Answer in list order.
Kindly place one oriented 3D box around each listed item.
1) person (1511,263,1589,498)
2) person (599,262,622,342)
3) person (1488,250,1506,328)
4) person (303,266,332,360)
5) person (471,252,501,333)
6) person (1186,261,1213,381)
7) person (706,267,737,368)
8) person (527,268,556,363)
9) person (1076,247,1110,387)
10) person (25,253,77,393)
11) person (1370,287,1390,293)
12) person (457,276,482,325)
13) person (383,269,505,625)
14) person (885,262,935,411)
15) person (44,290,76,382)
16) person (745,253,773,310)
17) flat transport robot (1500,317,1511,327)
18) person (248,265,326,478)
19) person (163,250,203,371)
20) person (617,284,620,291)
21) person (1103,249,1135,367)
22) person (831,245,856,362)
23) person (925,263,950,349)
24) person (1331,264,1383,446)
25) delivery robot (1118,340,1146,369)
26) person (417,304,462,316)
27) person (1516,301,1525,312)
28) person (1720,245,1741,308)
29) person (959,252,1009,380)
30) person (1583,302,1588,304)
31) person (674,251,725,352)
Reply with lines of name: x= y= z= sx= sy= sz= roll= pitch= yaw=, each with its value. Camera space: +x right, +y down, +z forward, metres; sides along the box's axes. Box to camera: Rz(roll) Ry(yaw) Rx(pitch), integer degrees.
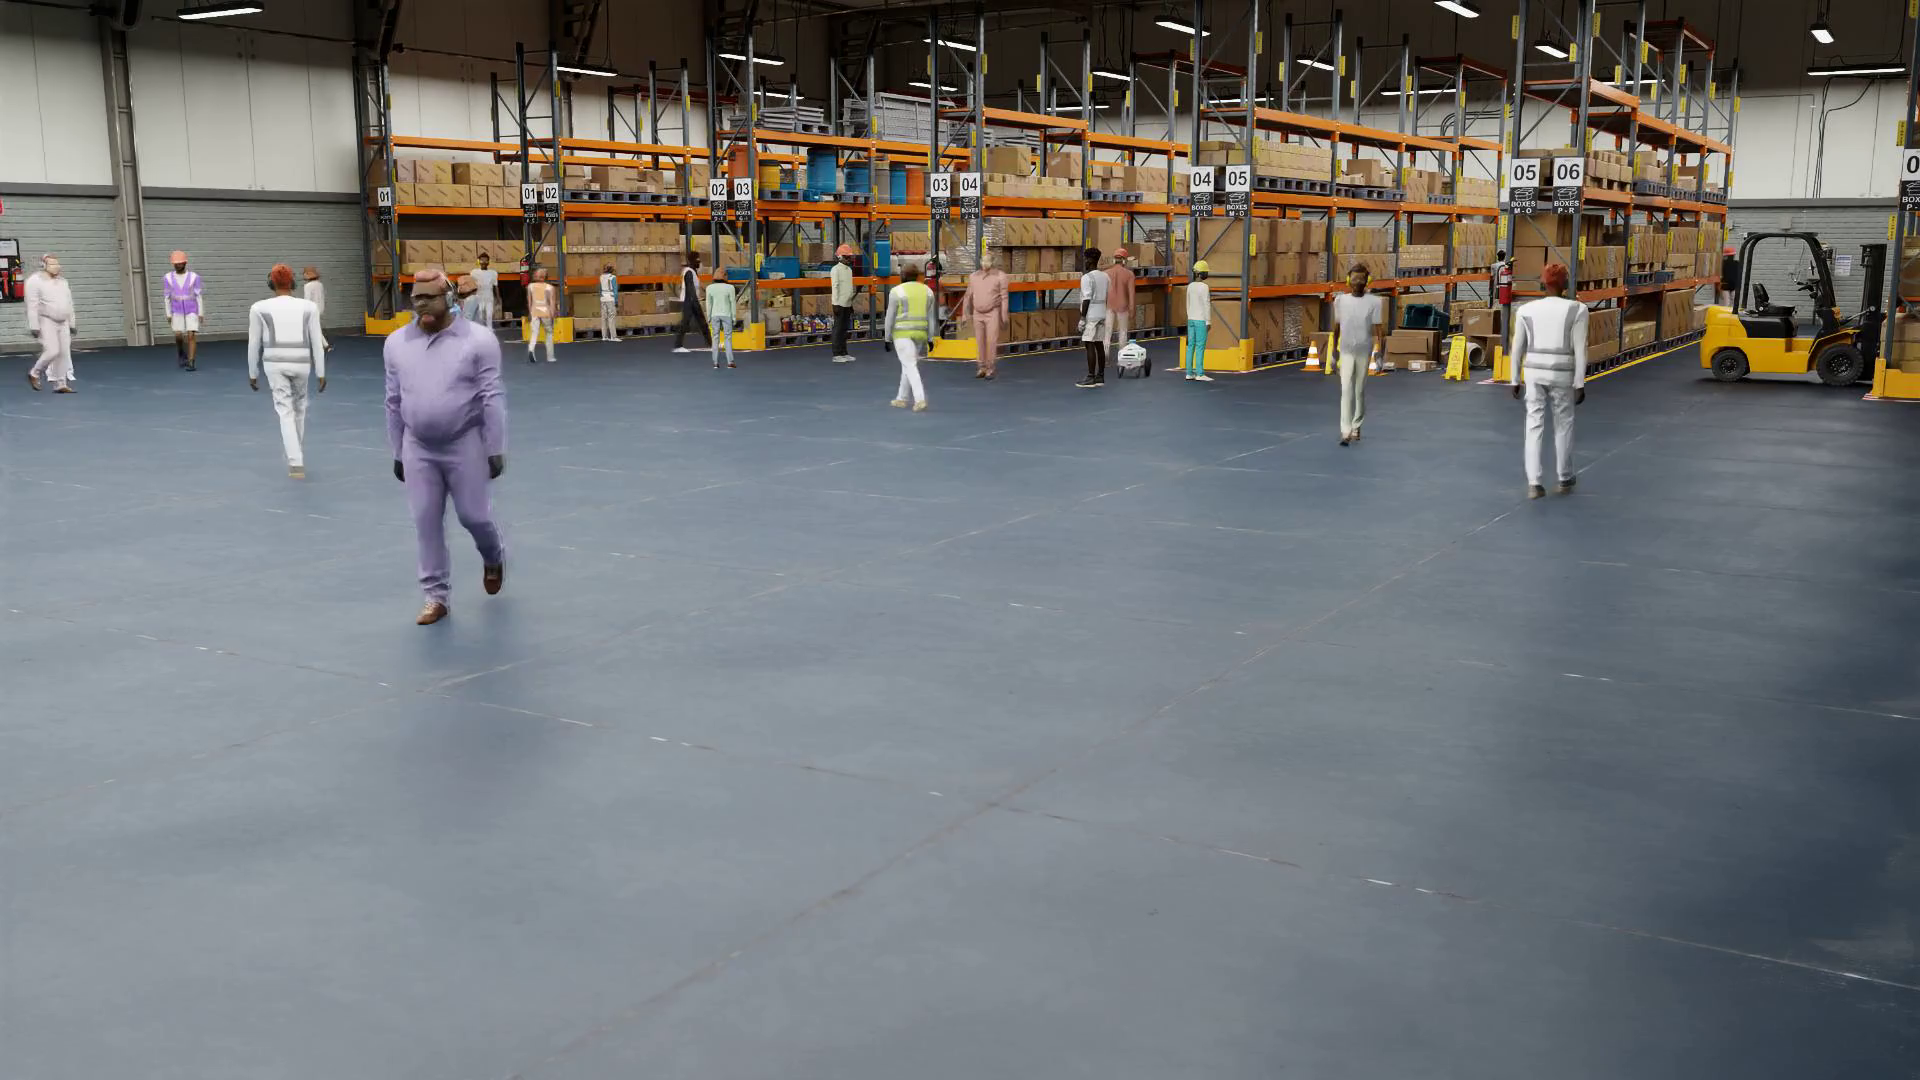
person: x=4.759 y=-1.287 z=13.394 sx=0.608 sy=1.858 sz=0.790 roll=6 pitch=12 yaw=31
person: x=-7.233 y=-4.898 z=34.258 sx=0.515 sy=1.636 sz=0.314 roll=8 pitch=13 yaw=37
person: x=12.825 y=-5.942 z=39.494 sx=0.509 sy=1.860 sz=0.334 roll=3 pitch=11 yaw=17
person: x=-11.225 y=-3.936 z=28.880 sx=0.360 sy=1.621 sz=0.517 roll=2 pitch=10 yaw=10
person: x=-8.815 y=-4.407 z=30.899 sx=0.551 sy=1.850 sz=0.508 roll=-3 pitch=10 yaw=-15
person: x=3.528 y=-3.222 z=24.507 sx=0.309 sy=1.769 sz=0.523 roll=-5 pitch=11 yaw=-27
person: x=-3.864 y=-3.596 z=26.968 sx=0.498 sy=1.634 sz=0.283 roll=2 pitch=10 yaw=9
person: x=-7.101 y=-3.795 z=28.135 sx=0.511 sy=1.619 sz=0.733 roll=1 pitch=10 yaw=7
person: x=1.870 y=-3.140 z=23.482 sx=0.367 sy=1.966 sz=0.603 roll=8 pitch=13 yaw=36
person: x=-12.232 y=-2.901 z=22.371 sx=0.493 sy=1.888 sz=0.644 roll=3 pitch=10 yaw=15
person: x=11.196 y=-6.888 z=44.270 sx=1.038 sy=2.000 sz=0.697 roll=8 pitch=13 yaw=39
person: x=-6.408 y=-2.611 z=21.546 sx=0.735 sy=1.600 sz=0.501 roll=-5 pitch=11 yaw=-25
person: x=-2.775 y=-0.522 z=9.045 sx=0.647 sy=1.893 sz=0.674 roll=0 pitch=10 yaw=1
person: x=-0.612 y=-2.477 z=20.253 sx=0.635 sy=1.801 sz=0.940 roll=-7 pitch=12 yaw=-35
person: x=-13.309 y=-3.146 z=24.459 sx=0.513 sy=1.635 sz=0.311 roll=-9 pitch=13 yaw=-40
person: x=-4.110 y=-5.006 z=34.346 sx=0.625 sy=1.816 sz=0.511 roll=6 pitch=12 yaw=28
flat transport robot: x=13.252 y=-5.283 z=40.237 sx=0.652 sy=0.197 sz=1.431 roll=0 pitch=10 yaw=-2
person: x=-5.920 y=-1.486 z=14.593 sx=0.602 sy=1.826 sz=0.968 roll=-6 pitch=12 yaw=-32
person: x=-12.316 y=-3.636 z=26.413 sx=0.544 sy=1.921 sz=0.498 roll=-3 pitch=11 yaw=-18
person: x=-8.016 y=-5.657 z=38.185 sx=0.532 sy=1.750 sz=0.520 roll=7 pitch=12 yaw=35
person: x=2.562 y=-3.811 z=27.369 sx=0.661 sy=1.943 sz=0.999 roll=3 pitch=11 yaw=19
person: x=-1.994 y=-4.047 z=28.485 sx=0.391 sy=1.995 sz=0.613 roll=5 pitch=11 yaw=24
person: x=-0.455 y=-4.456 z=31.665 sx=0.537 sy=1.681 sz=0.498 roll=4 pitch=11 yaw=21
person: x=4.010 y=-1.864 z=16.779 sx=0.530 sy=1.814 sz=1.000 roll=3 pitch=11 yaw=18
delivery robot: x=2.614 y=-2.792 z=25.214 sx=0.477 sy=0.478 sz=0.707 roll=2 pitch=11 yaw=14
person: x=-5.877 y=-2.145 z=18.776 sx=0.540 sy=1.667 sz=0.826 roll=1 pitch=10 yaw=8
person: x=14.484 y=-6.554 z=42.688 sx=0.372 sy=1.940 sz=0.632 roll=5 pitch=11 yaw=24
person: x=17.592 y=-5.740 z=38.024 sx=0.642 sy=1.974 sz=0.424 roll=-3 pitch=10 yaw=-15
person: x=0.336 y=-3.333 z=24.811 sx=0.685 sy=1.882 sz=0.709 roll=5 pitch=11 yaw=26
person: x=13.504 y=-5.380 z=36.417 sx=0.562 sy=1.833 sz=0.418 roll=2 pitch=10 yaw=11
person: x=-4.879 y=-4.408 z=30.870 sx=0.996 sy=1.867 sz=0.601 roll=1 pitch=10 yaw=3
